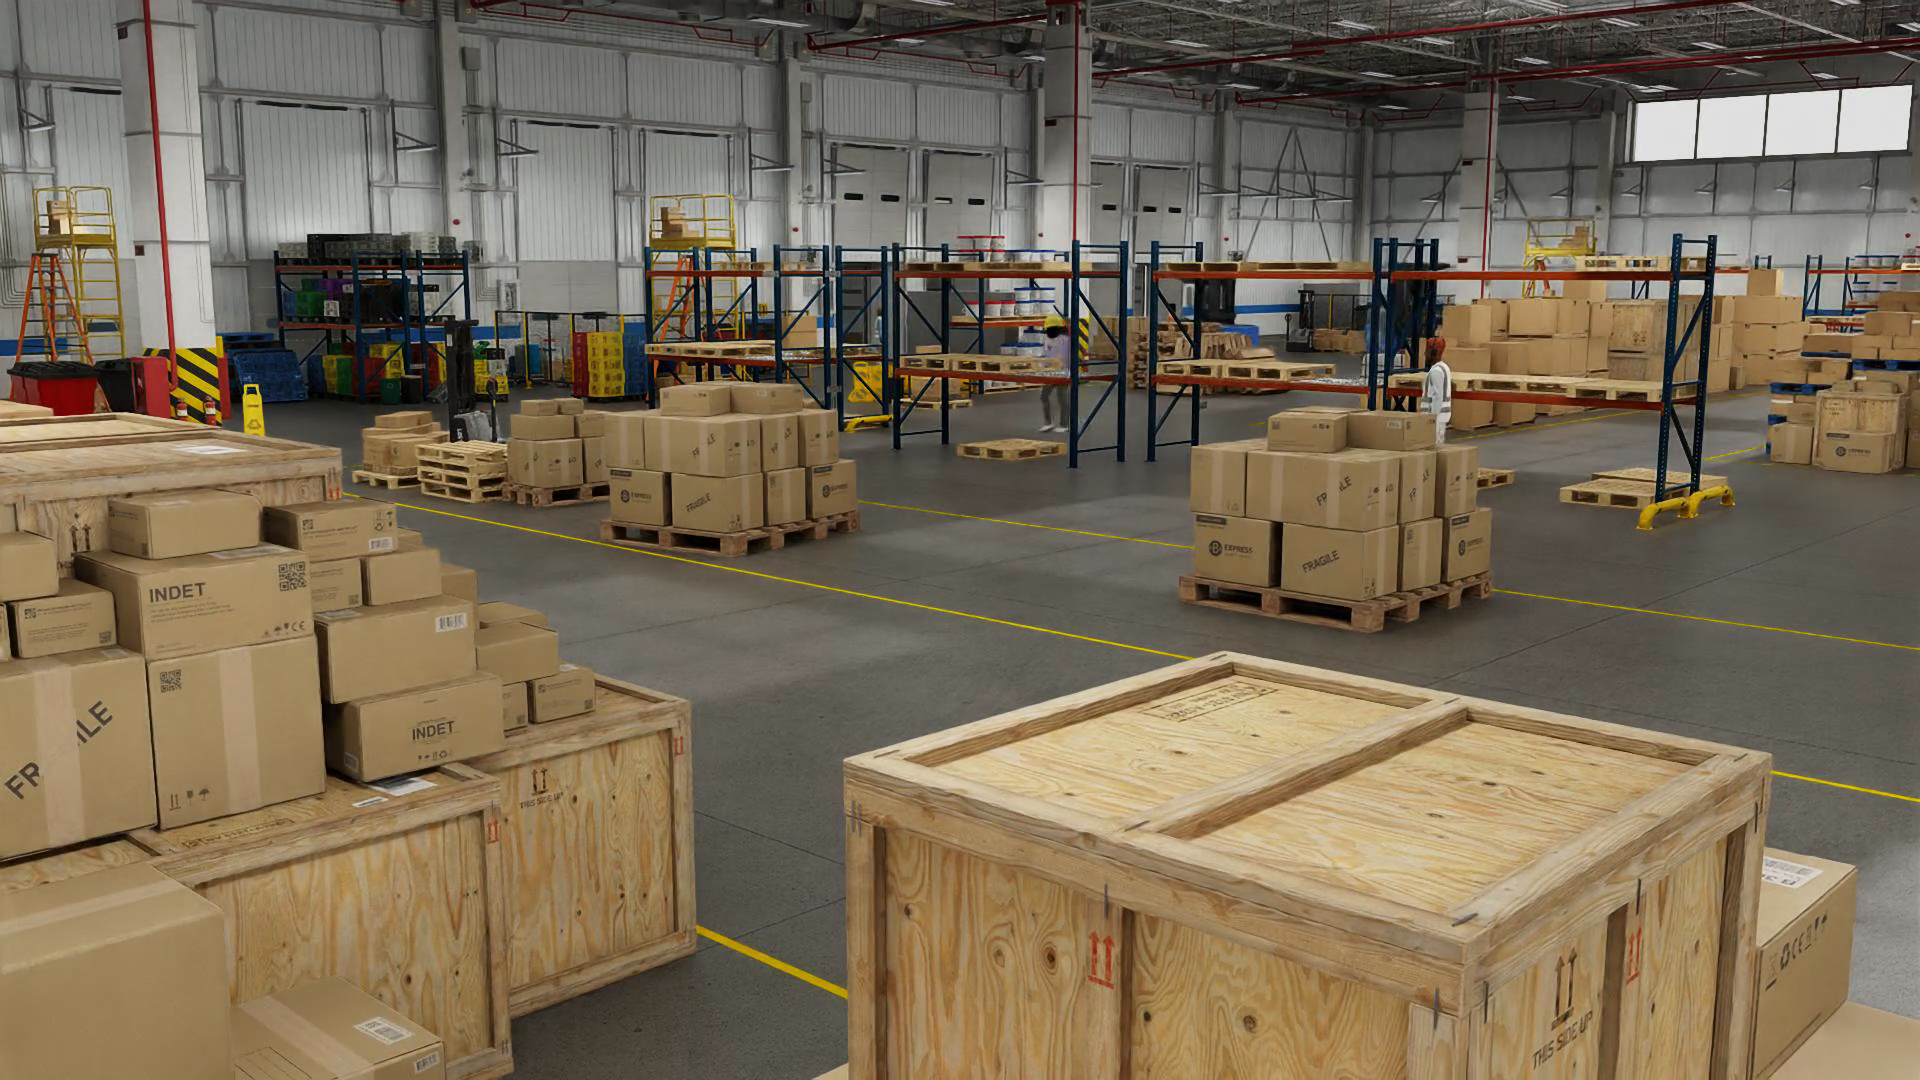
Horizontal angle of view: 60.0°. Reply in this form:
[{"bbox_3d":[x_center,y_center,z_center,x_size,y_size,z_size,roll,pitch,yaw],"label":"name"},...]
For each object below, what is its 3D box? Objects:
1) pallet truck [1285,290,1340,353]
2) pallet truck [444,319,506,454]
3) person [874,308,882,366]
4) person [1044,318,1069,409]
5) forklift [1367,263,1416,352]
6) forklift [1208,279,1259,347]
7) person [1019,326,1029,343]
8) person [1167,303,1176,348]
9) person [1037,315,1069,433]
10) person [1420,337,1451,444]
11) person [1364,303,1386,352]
[{"bbox_3d":[11.297,-6.951,52.861,1.885,1.965,0.823,-5,11,-29],"label":"pallet truck"},{"bbox_3d":[-6.981,-1.942,22.150,1.885,1.965,0.823,1,9,9],"label":"pallet truck"},{"bbox_3d":[-2.124,-5.373,44.321,0.313,1.632,0.523,0,9,0],"label":"person"},{"bbox_3d":[1.832,-3.320,31.410,0.487,1.737,0.333,-2,9,-12],"label":"person"},{"bbox_3d":[12.546,-6.399,46.778,1.129,2.768,1.873,-9,13,-44],"label":"forklift"},{"bbox_3d":[7.279,-6.285,46.080,1.873,2.768,1.129,9,13,43],"label":"forklift"},{"bbox_3d":[1.678,-5.389,43.621,0.975,1.887,0.549,-7,11,-35],"label":"person"},{"bbox_3d":[5.943,-5.798,46.711,0.316,1.695,0.542,0,9,2],"label":"person"},{"bbox_3d":[1.506,-2.674,26.920,0.653,1.900,0.602,-7,11,-35],"label":"person"},{"bbox_3d":[5.430,-1.372,19.002,0.342,1.882,0.579,4,10,22],"label":"person"},{"bbox_3d":[11.360,-5.686,45.345,0.581,1.919,0.634,-8,12,-41],"label":"person"}]
